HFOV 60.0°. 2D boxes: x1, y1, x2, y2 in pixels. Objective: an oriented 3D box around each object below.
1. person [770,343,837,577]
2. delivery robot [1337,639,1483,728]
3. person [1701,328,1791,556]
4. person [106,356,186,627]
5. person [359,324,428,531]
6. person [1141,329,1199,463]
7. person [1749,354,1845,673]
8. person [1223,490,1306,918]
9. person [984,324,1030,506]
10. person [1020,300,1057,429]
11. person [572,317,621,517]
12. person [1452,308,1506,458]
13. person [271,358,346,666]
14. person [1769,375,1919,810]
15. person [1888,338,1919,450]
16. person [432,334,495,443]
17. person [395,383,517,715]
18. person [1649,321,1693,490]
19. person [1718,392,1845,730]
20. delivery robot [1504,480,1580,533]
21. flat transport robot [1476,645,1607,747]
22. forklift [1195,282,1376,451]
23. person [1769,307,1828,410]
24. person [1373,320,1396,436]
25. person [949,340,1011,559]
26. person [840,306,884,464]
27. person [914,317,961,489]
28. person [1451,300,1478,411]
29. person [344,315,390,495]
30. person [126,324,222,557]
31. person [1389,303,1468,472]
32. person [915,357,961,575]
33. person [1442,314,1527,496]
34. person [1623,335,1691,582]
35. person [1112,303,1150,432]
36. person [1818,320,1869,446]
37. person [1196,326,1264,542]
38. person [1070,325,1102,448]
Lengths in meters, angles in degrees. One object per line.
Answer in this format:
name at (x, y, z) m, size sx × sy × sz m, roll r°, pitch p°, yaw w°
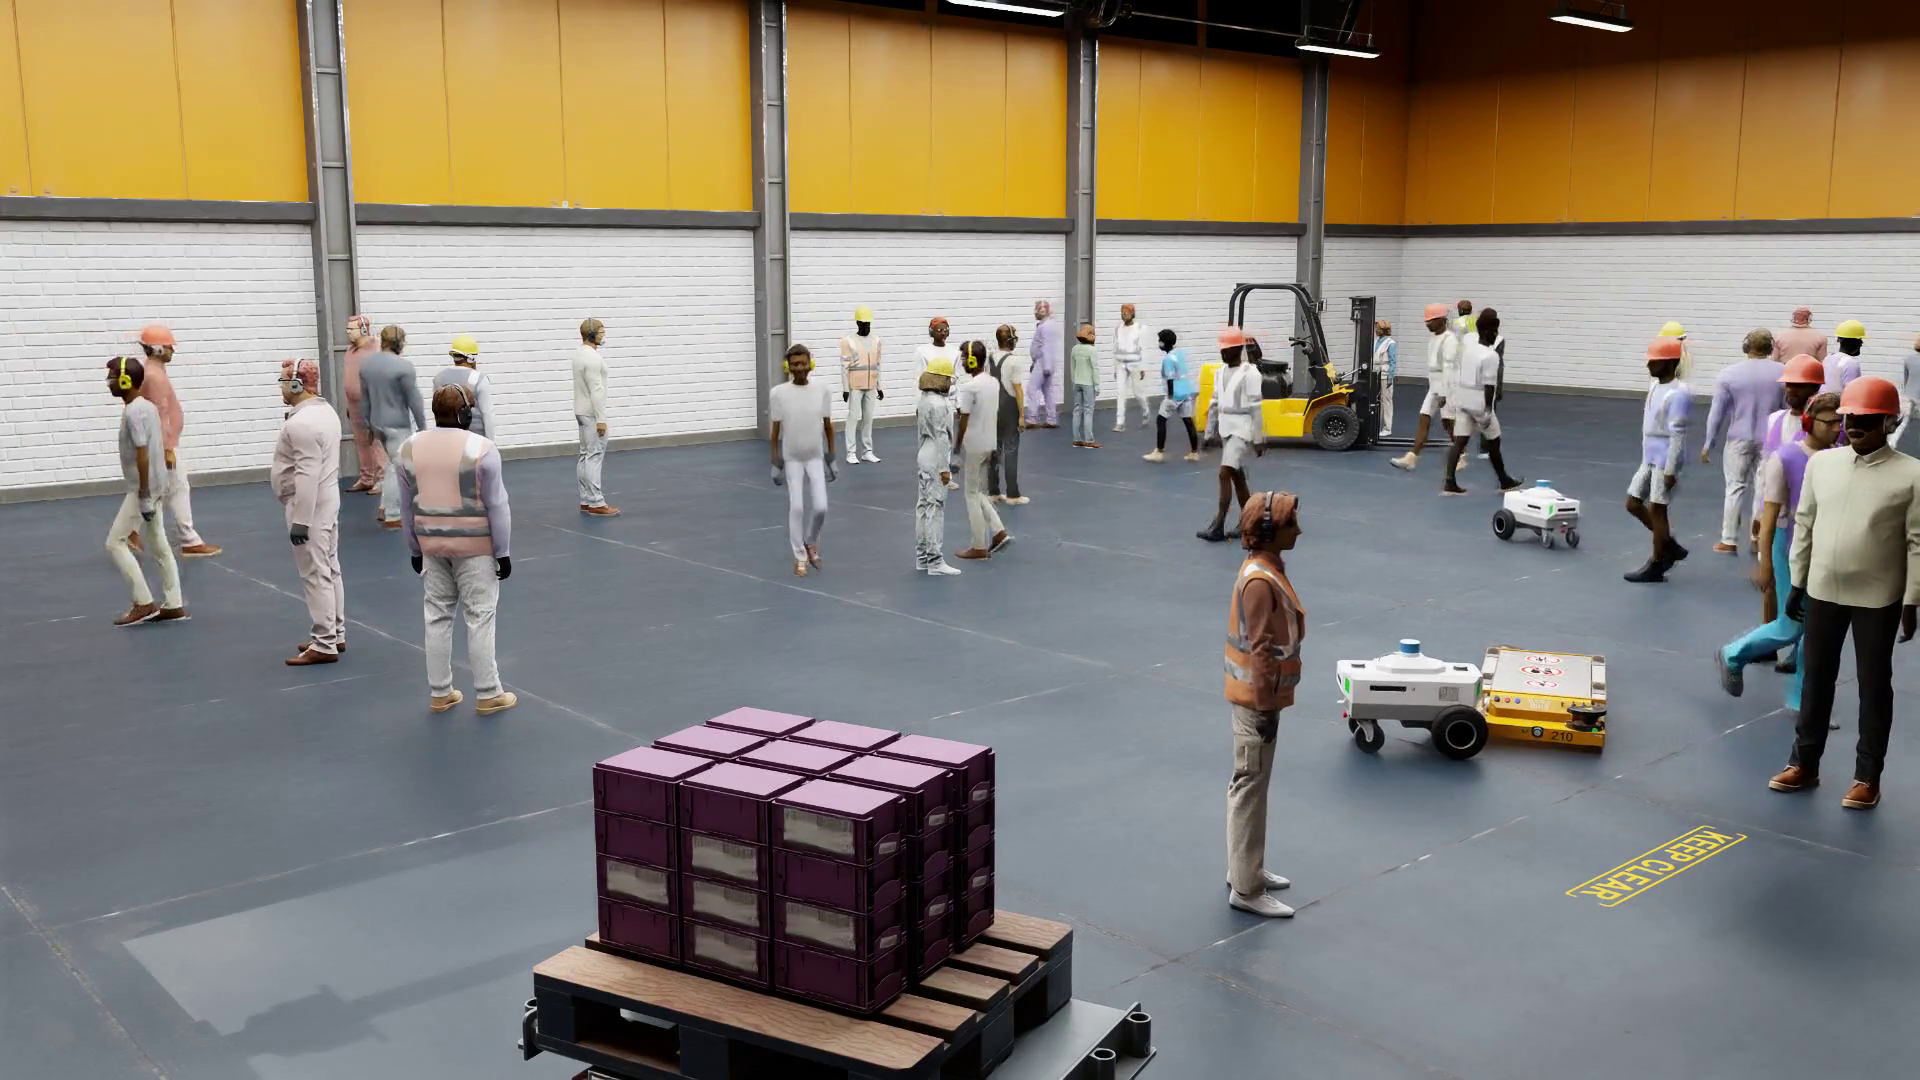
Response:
person at (-1.240, -0.630, 13.181) m, size 0.543 × 1.854 × 0.383 m, roll -2°, pitch 10°, yaw -13°
delivery robot at (2.311, 0.756, 8.583) m, size 0.707 × 0.478 × 0.477 m, roll 1°, pitch 10°, yaw 7°
person at (6.665, -0.821, 14.079) m, size 0.719 × 1.925 × 0.427 m, roll 3°, pitch 10°, yaw 15°
person at (-5.665, -0.326, 11.429) m, size 0.578 × 1.843 × 0.504 m, roll -2°, pitch 10°, yaw -9°
person at (-5.224, -1.038, 15.414) m, size 0.622 × 1.911 × 0.489 m, roll 6°, pitch 11°, yaw 32°
person at (2.627, -1.755, 20.381) m, size 0.619 × 1.650 × 0.611 m, roll 5°, pitch 11°, yaw 28°
person at (5.083, -0.162, 10.177) m, size 0.352 × 1.942 × 0.545 m, roll -4°, pitch 11°, yaw -24°
person at (1.176, 0.621, 6.468) m, size 0.310 × 1.642 × 0.514 m, roll 2°, pitch 10°, yaw 10°
person at (0.466, -1.270, 16.948) m, size 0.505 × 1.846 × 0.346 m, roll 9°, pitch 13°, yaw 43°
person at (1.100, -2.565, 24.420) m, size 0.721 × 1.886 × 0.656 m, roll 1°, pitch 10°, yaw 7°
person at (-3.583, -1.198, 16.255) m, size 0.372 × 1.940 × 0.629 m, roll -5°, pitch 11°, yaw -27°
person at (6.493, -1.948, 20.773) m, size 0.613 × 1.893 × 0.616 m, roll -7°, pitch 12°, yaw -36°
person at (-4.070, -0.179, 10.380) m, size 0.409 × 1.906 × 0.652 m, roll -1°, pitch 10°, yaw -8°
person at (4.125, 0.237, 7.684) m, size 0.383 × 1.996 × 0.609 m, roll -7°, pitch 12°, yaw -37°
person at (11.743, -1.736, 20.411) m, size 0.844 × 1.593 × 0.506 m, roll -4°, pitch 11°, yaw -23°
person at (-4.449, -0.939, 15.047) m, size 0.603 × 1.830 × 0.404 m, roll 3°, pitch 10°, yaw 19°
person at (-2.765, 0.053, 9.211) m, size 0.633 × 1.842 × 0.429 m, roll 2°, pitch 10°, yaw 13°
person at (7.619, -1.428, 17.903) m, size 0.403 × 1.835 × 0.586 m, roll 9°, pitch 13°, yaw 42°
person at (4.552, 0.092, 9.074) m, size 0.569 × 1.821 × 0.633 m, roll -4°, pitch 10°, yaw -21°
delivery robot at (5.137, -0.288, 14.698) m, size 0.477 × 0.478 × 0.707 m, roll -3°, pitch 10°, yaw -17°
flat transport robot at (3.227, 0.836, 9.218) m, size 0.652 × 0.197 × 1.431 m, roll 4°, pitch 10°, yaw 20°
forklift at (4.328, -2.346, 22.227) m, size 2.313 × 2.155 × 1.214 m, roll 3°, pitch 10°, yaw 16°
person at (10.563, -1.989, 21.022) m, size 0.697 × 1.898 × 0.428 m, roll 5°, pitch 11°, yaw 27°
person at (5.955, -2.281, 23.462) m, size 0.315 × 1.641 × 0.515 m, roll -4°, pitch 10°, yaw -20°
person at (0.130, -0.739, 13.850) m, size 0.398 × 1.847 × 0.513 m, roll 5°, pitch 11°, yaw 28°
person at (-1.182, -1.895, 20.364) m, size 0.591 × 1.926 × 0.386 m, roll -7°, pitch 12°, yaw -37°
person at (-0.231, -1.472, 18.023) m, size 0.576 × 1.882 × 0.355 m, roll -5°, pitch 11°, yaw -29°
person at (8.000, -2.890, 26.447) m, size 0.632 × 1.840 × 0.429 m, roll -6°, pitch 11°, yaw -32°
person at (-6.350, -1.433, 17.724) m, size 0.652 × 1.906 × 0.402 m, roll 7°, pitch 12°, yaw 36°
person at (-6.686, -0.816, 13.902) m, size 0.756 × 1.975 × 0.635 m, roll -6°, pitch 11°, yaw -30°
person at (5.547, -1.772, 19.483) m, size 0.928 × 1.984 × 0.681 m, roll -2°, pitch 10°, yaw -9°
person at (-0.178, -0.593, 13.306) m, size 0.310 × 1.736 × 0.484 m, roll -4°, pitch 10°, yaw -20°
person at (5.545, -1.418, 17.583) m, size 0.994 × 1.911 × 0.633 m, roll -4°, pitch 10°, yaw -21°
person at (5.415, -0.614, 12.863) m, size 0.423 × 1.927 × 0.563 m, roll 0°, pitch 10°, yaw 0°
person at (2.486, -2.515, 24.171) m, size 0.579 × 1.866 × 0.802 m, roll 6°, pitch 11°, yaw 30°
person at (8.464, -1.150, 16.003) m, size 0.384 × 1.928 × 0.588 m, roll 0°, pitch 10°, yaw 2°
person at (2.338, -0.937, 14.796) m, size 0.830 × 1.906 × 0.567 m, roll -5°, pitch 11°, yaw -26°
person at (1.665, -2.032, 22.029) m, size 0.287 × 1.633 × 0.497 m, roll -8°, pitch 12°, yaw -39°
